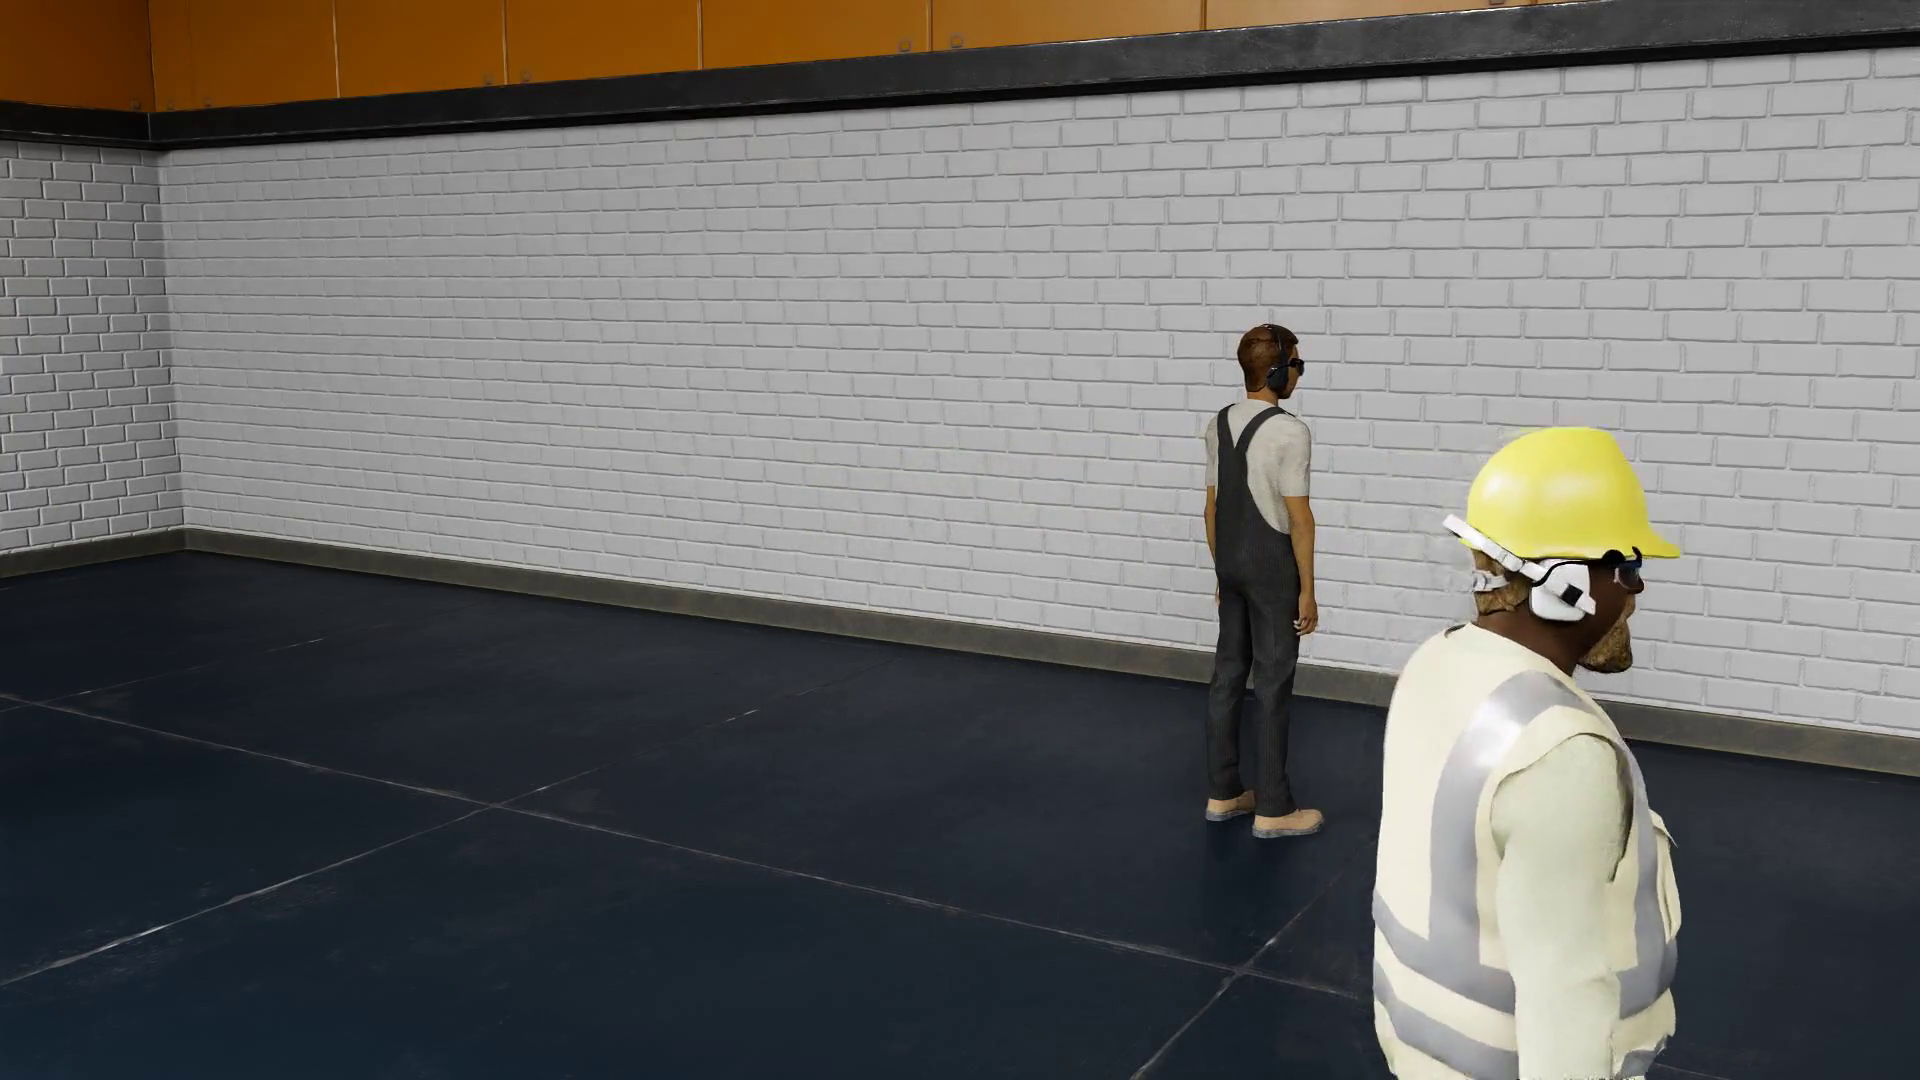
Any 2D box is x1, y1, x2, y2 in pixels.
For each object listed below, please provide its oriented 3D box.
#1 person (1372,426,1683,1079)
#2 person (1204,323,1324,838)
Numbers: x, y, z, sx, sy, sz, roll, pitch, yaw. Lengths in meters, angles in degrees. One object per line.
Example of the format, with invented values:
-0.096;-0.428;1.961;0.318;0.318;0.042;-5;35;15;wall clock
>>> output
0.747;0.741;2.389;0.605;1.816;0.609;0;9;0;person
1.092;0.148;6.008;0.345;1.846;0.508;-6;11;-34;person
